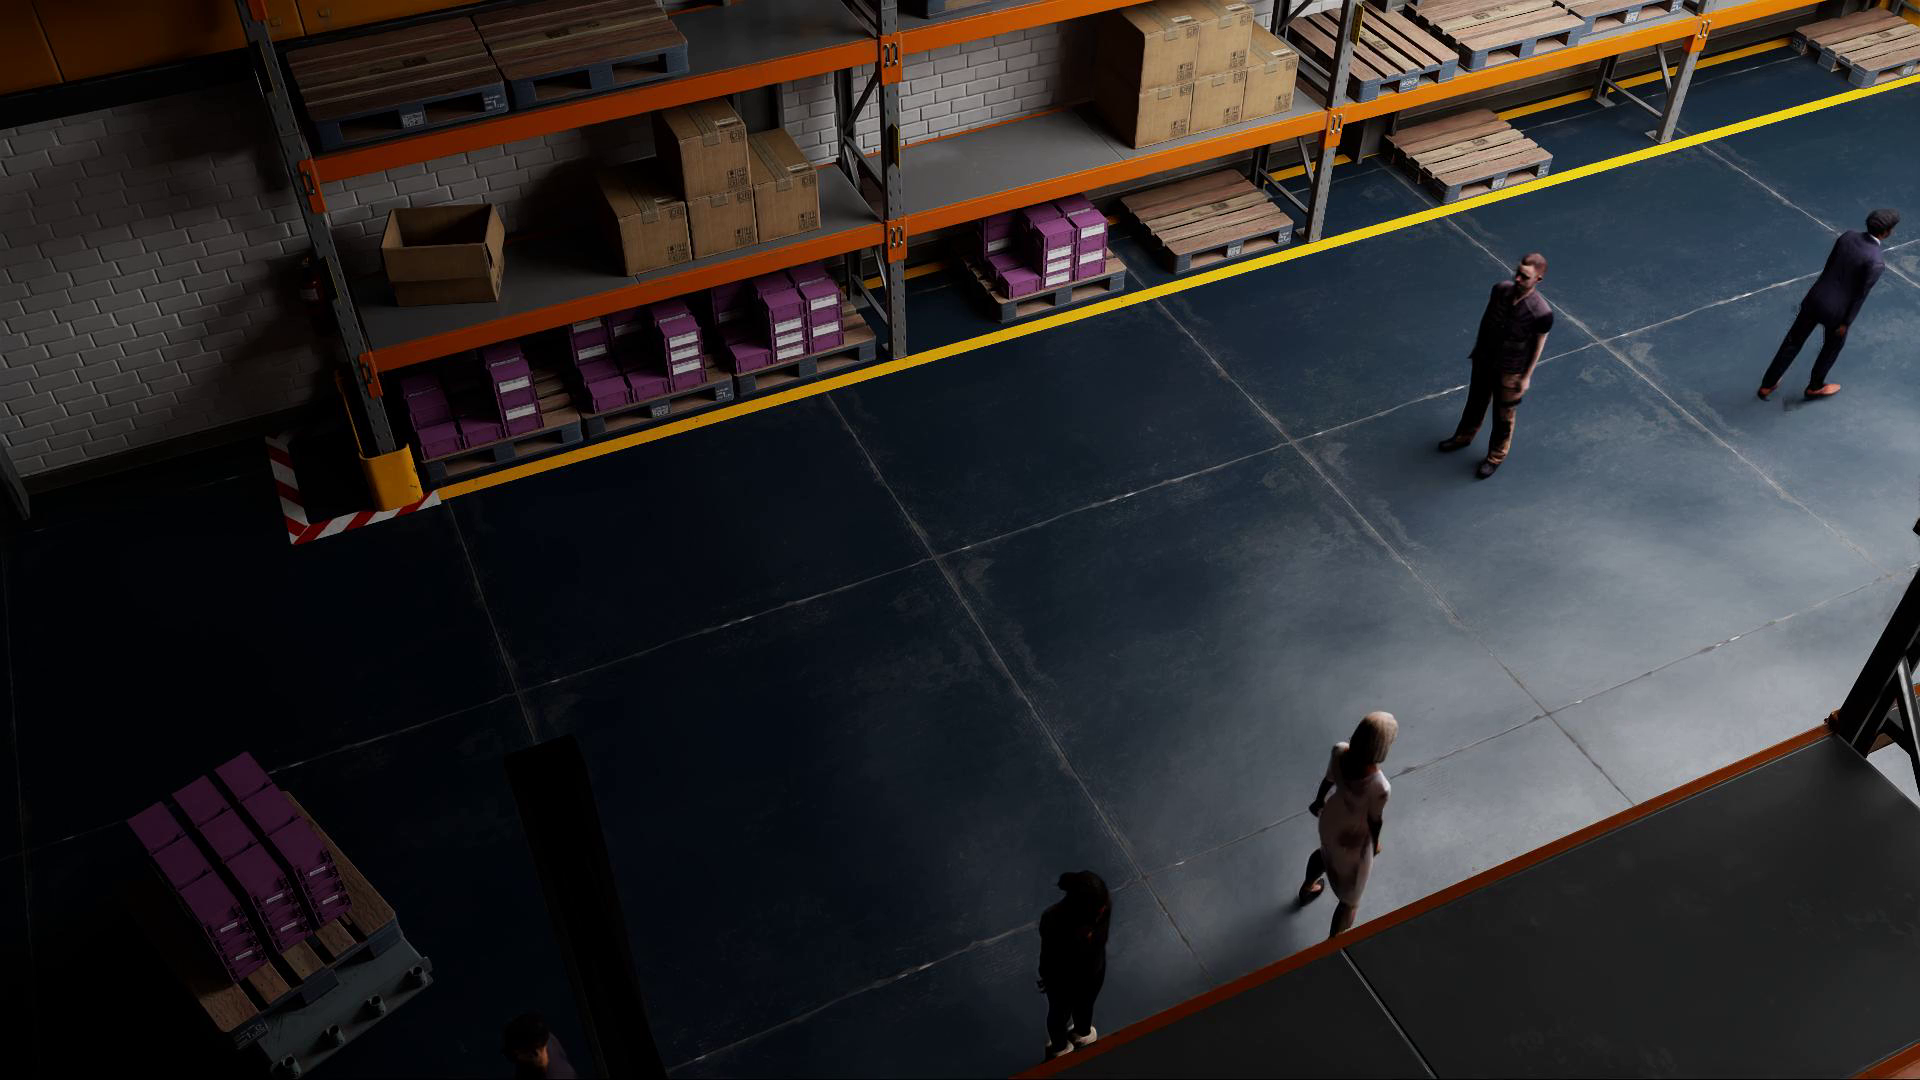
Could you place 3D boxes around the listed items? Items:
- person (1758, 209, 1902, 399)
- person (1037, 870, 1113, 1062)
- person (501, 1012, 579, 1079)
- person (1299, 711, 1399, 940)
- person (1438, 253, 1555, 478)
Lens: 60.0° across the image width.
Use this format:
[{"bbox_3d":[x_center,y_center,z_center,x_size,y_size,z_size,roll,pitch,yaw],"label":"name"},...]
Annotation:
[{"bbox_3d":[6.499,-1.740,12.549,0.870,1.683,0.690,-15,46,-15],"label":"person"},{"bbox_3d":[0.576,2.177,8.455,0.590,1.660,0.663,0,44,0],"label":"person"},{"bbox_3d":[-1.882,2.722,7.807,0.599,1.764,0.663,-25,49,-24],"label":"person"},{"bbox_3d":[2.088,1.570,9.040,0.707,1.732,0.830,-21,47,-21],"label":"person"},{"bbox_3d":[3.926,-1.293,11.965,0.647,1.841,0.724,-26,49,-24],"label":"person"}]
